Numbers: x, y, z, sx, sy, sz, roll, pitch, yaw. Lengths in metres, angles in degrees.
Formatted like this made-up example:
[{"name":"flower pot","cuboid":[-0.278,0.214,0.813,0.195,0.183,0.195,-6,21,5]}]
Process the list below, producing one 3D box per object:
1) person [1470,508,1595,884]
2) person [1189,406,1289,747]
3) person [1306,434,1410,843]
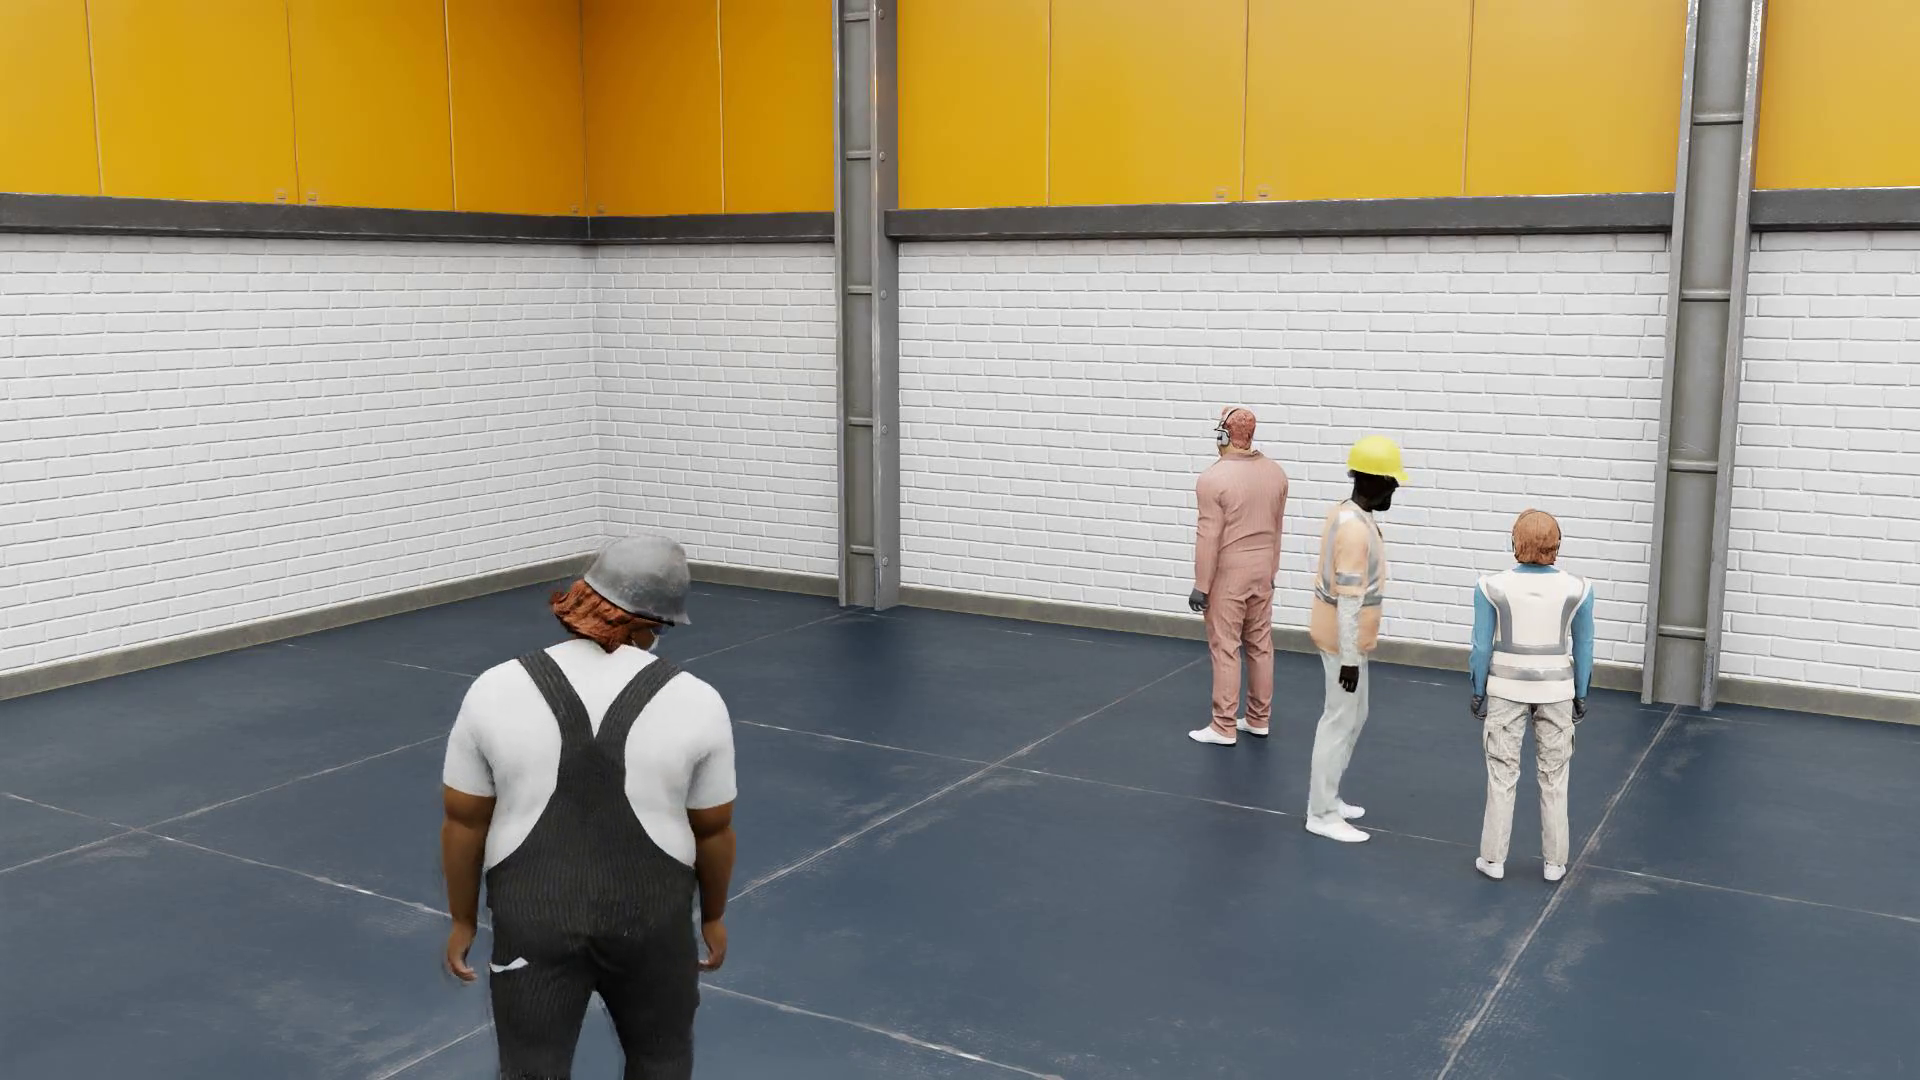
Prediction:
[{"name":"person","cuboid":[2.467,0.683,7.205,0.513,1.641,0.307,2,9,10]},{"name":"person","cuboid":[1.533,0.204,9.361,0.643,1.910,0.400,-6,11,-35]},{"name":"person","cuboid":[1.855,0.456,7.779,0.416,1.914,0.606,3,9,16]}]
